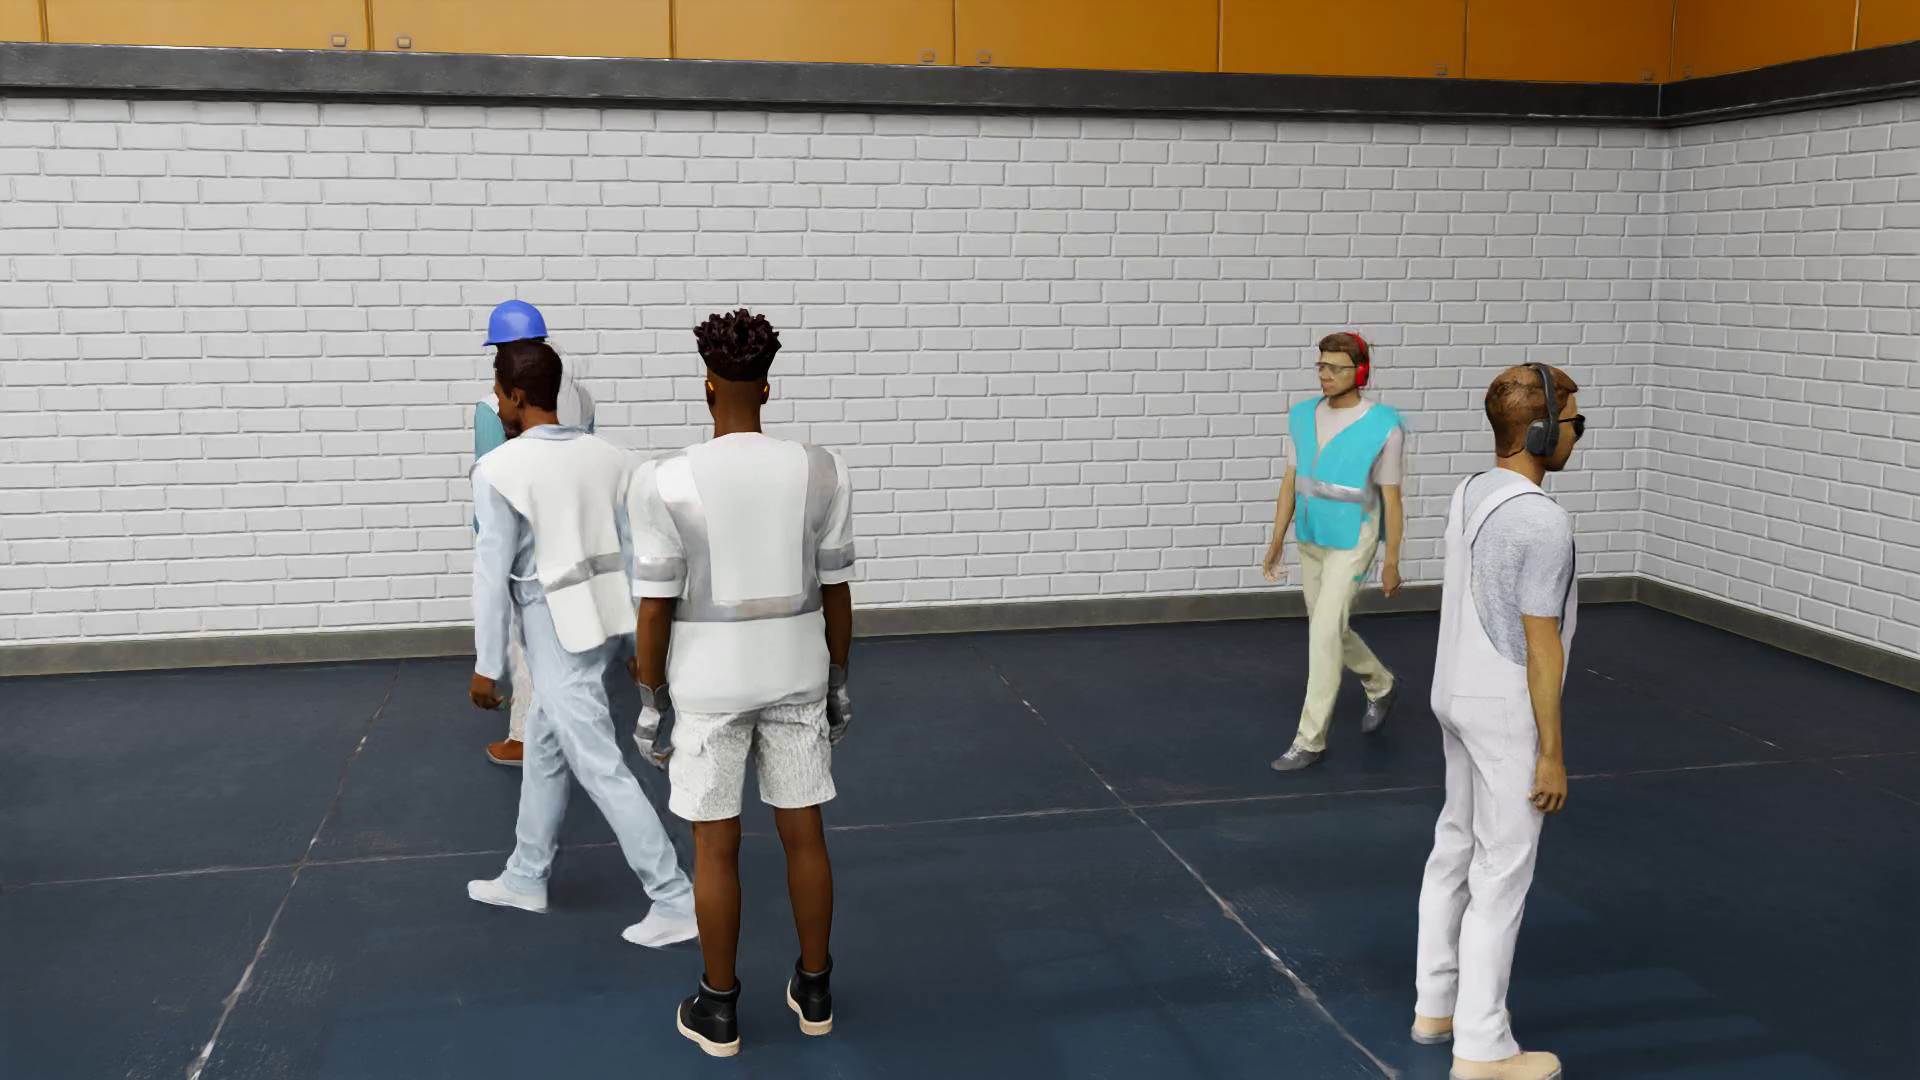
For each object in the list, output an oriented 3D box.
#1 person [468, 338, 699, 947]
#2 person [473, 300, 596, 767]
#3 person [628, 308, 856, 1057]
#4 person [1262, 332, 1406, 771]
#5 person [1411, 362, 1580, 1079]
[{"bbox_3d":[-1.171,0.315,5.121,0.959,1.868,0.582,4,10,22],"label":"person"},{"bbox_3d":[-1.772,-0.023,6.937,0.416,1.939,0.604,6,11,35],"label":"person"},{"bbox_3d":[-0.567,0.378,4.396,0.609,1.965,0.368,-4,10,-23],"label":"person"},{"bbox_3d":[1.643,0.027,7.023,0.866,1.817,0.560,-6,11,-34],"label":"person"},{"bbox_3d":[1.382,0.470,4.232,0.340,1.838,0.506,-1,9,-9],"label":"person"}]
